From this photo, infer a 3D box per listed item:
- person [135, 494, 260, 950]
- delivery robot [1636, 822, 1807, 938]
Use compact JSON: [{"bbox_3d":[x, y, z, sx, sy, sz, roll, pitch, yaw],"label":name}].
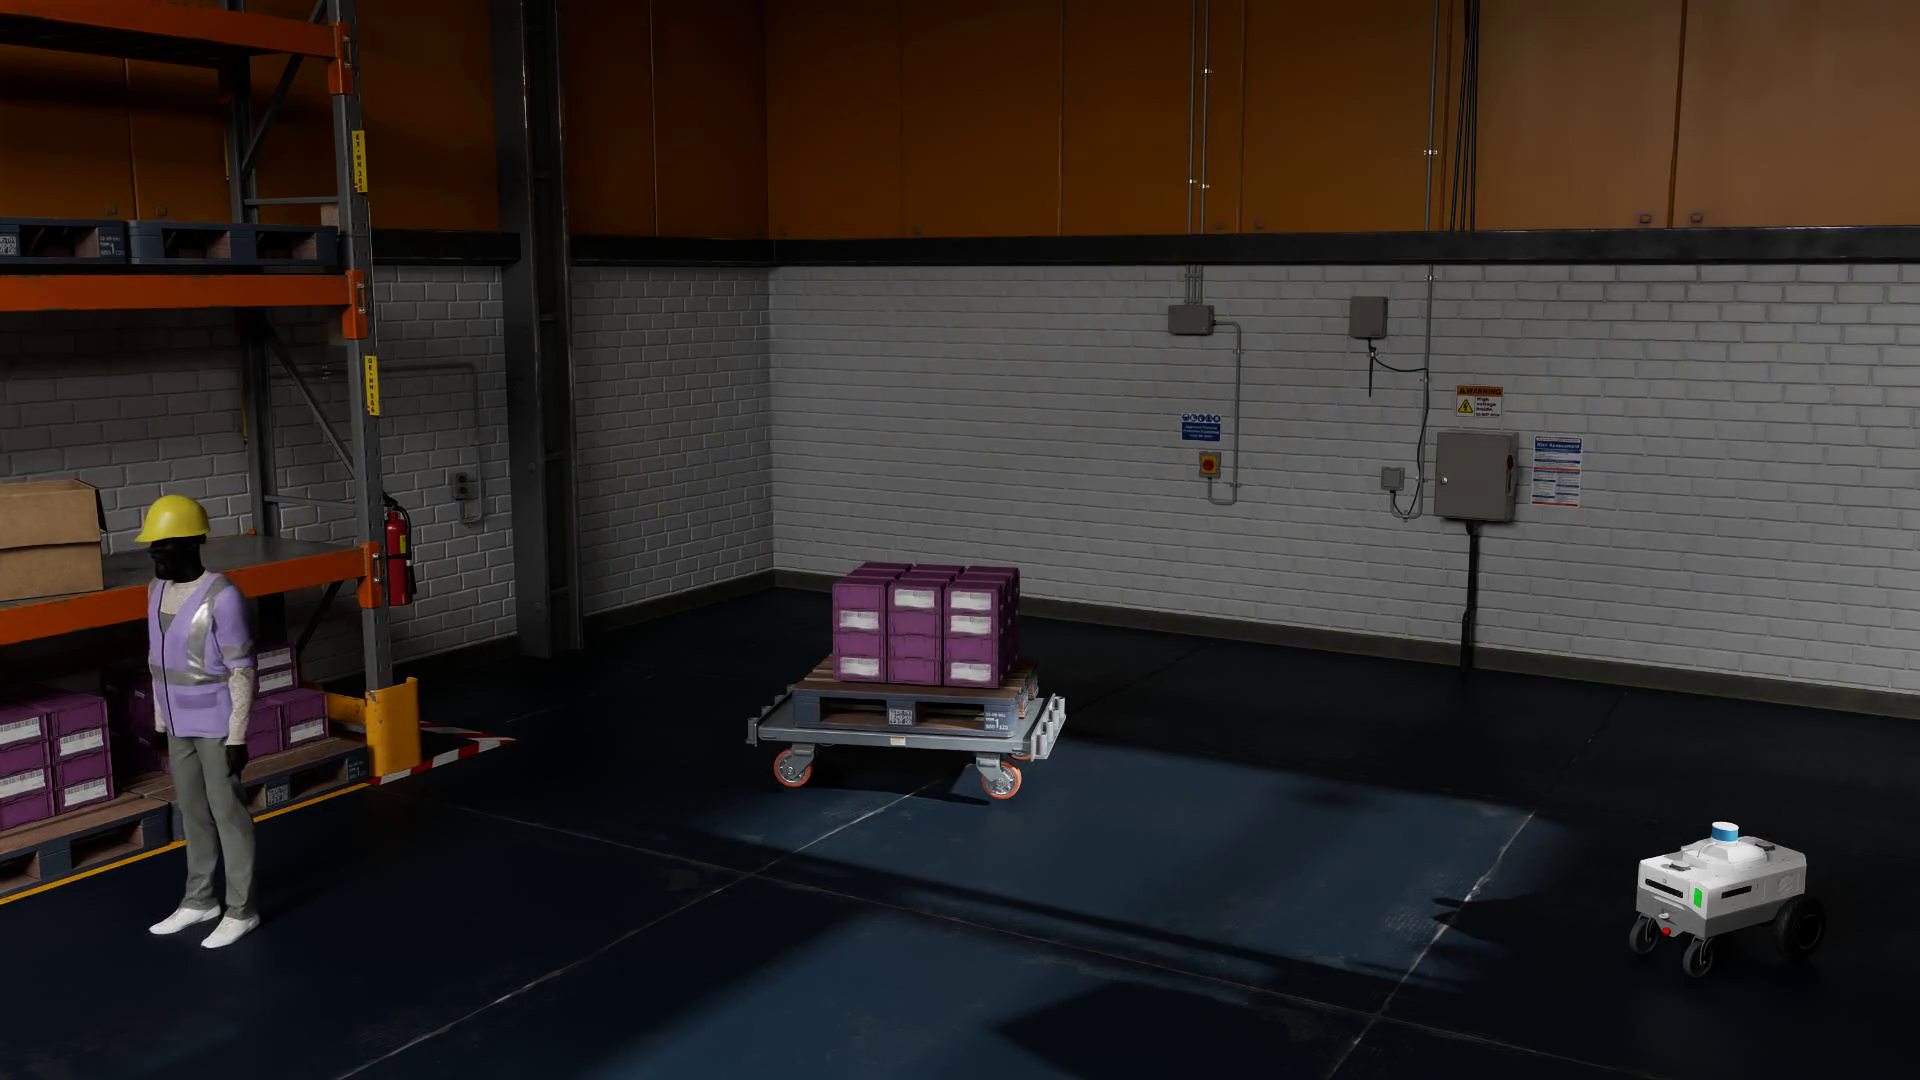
[{"bbox_3d":[-3.217,0.761,7.020,0.589,1.928,0.385,6,11,31],"label":"person"},{"bbox_3d":[3.163,1.417,6.911,0.707,0.478,0.477,-5,10,-27],"label":"delivery robot"}]
